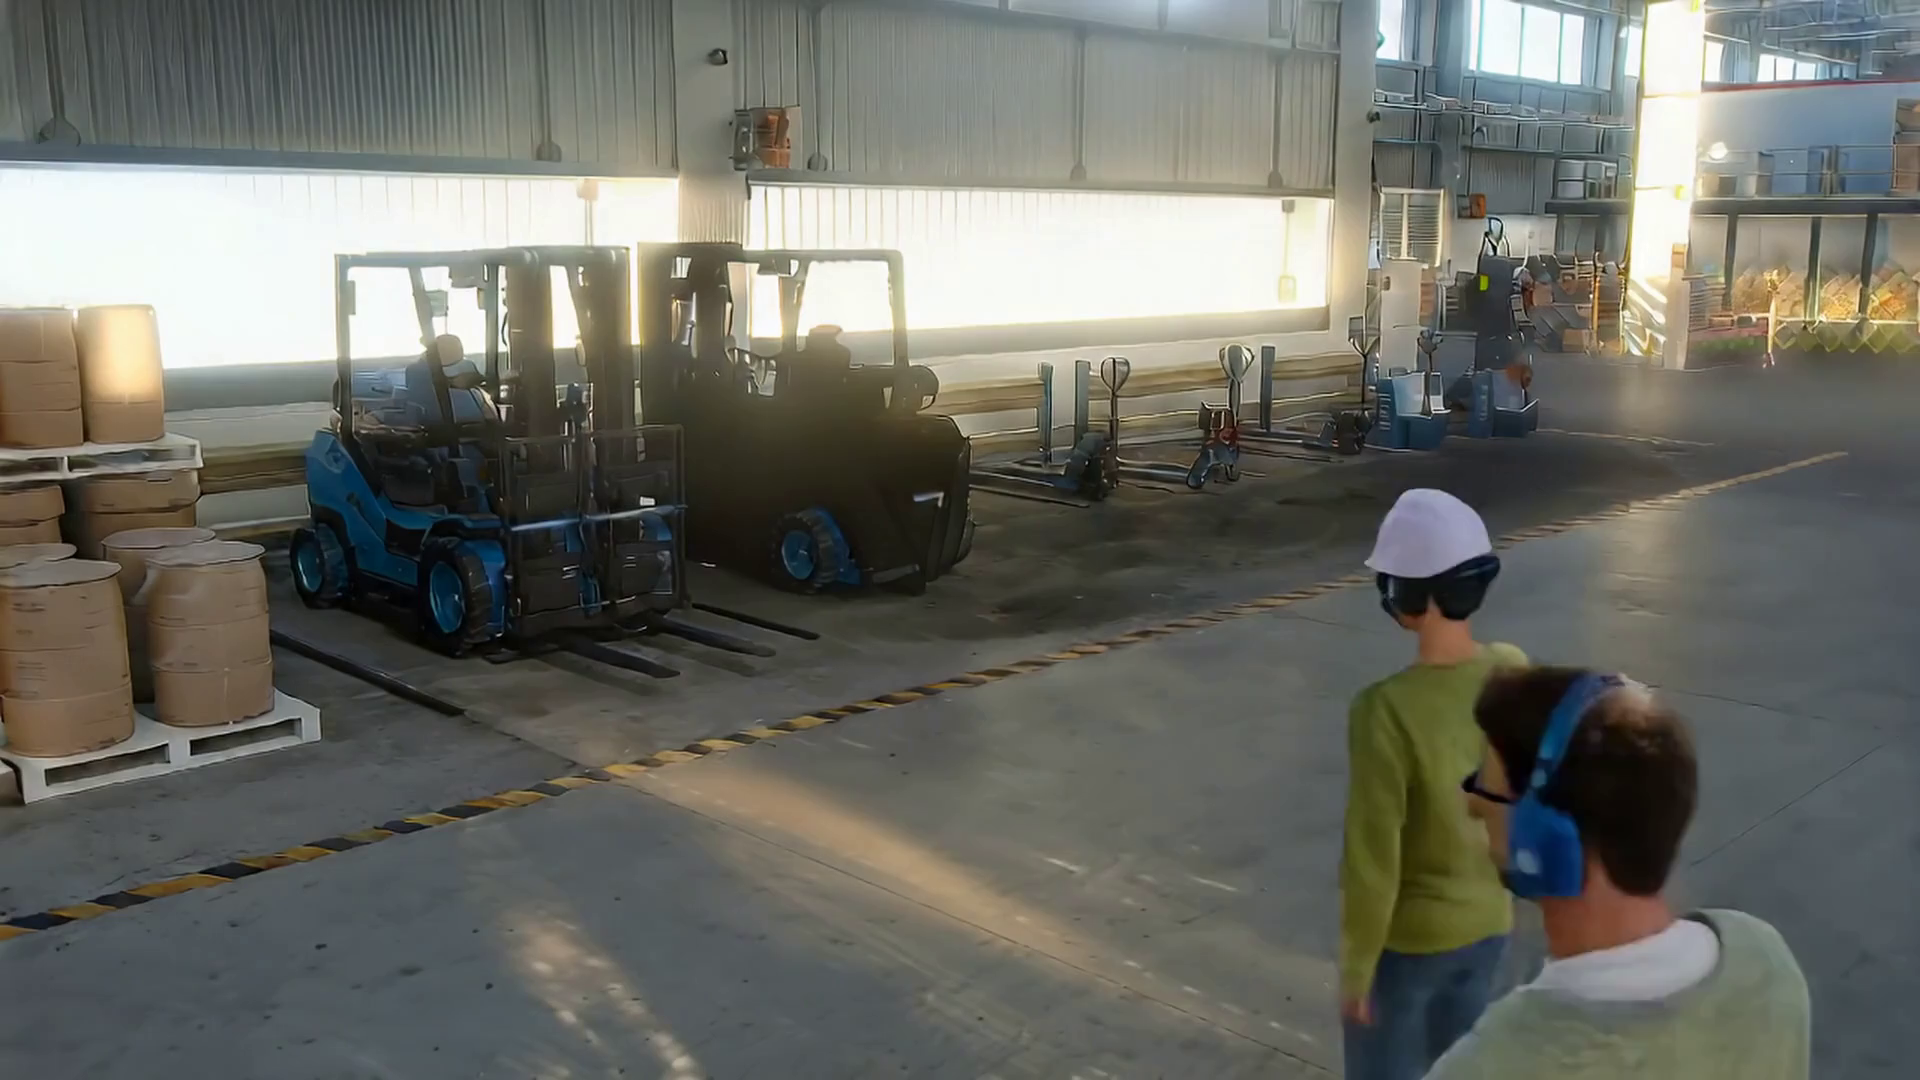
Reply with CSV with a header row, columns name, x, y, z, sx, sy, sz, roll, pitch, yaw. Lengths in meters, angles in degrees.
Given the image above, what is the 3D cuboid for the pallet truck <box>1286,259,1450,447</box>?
name,x,y,z,sx,sy,sz,roll,pitch,yaw
pallet truck,4.493,-2.078,18.196,0.823,1.965,1.885,-9,14,-40

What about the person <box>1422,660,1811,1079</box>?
name,x,y,z,sx,sy,sz,roll,pitch,yaw
person,0.716,1.029,1.779,0.575,1.813,0.896,-6,12,-30

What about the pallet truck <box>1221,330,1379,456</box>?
name,x,y,z,sx,sy,sz,roll,pitch,yaw
pallet truck,3.563,-1.581,17.381,0.653,1.274,1.630,-10,14,-44

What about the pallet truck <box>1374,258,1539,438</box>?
name,x,y,z,sx,sy,sz,roll,pitch,yaw
pallet truck,5.704,-2.208,18.901,1.885,1.965,0.823,10,14,43

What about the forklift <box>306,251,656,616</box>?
name,x,y,z,sx,sy,sz,roll,pitch,yaw
forklift,-2.833,-0.669,9.694,1.157,1.987,2.680,-10,14,-44

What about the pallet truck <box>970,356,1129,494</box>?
name,x,y,z,sx,sy,sz,roll,pitch,yaw
pallet truck,0.784,-1.085,14.876,0.680,1.201,1.601,-10,14,-44

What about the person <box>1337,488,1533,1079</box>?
name,x,y,z,sx,sy,sz,roll,pitch,yaw
person,0.966,0.771,3.308,0.538,1.753,0.557,-7,12,-33

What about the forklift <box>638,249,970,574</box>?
name,x,y,z,sx,sy,sz,roll,pitch,yaw
forklift,-1.173,-0.958,11.239,2.680,1.987,1.157,10,14,43

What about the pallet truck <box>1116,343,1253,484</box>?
name,x,y,z,sx,sy,sz,roll,pitch,yaw
pallet truck,1.962,-1.215,15.415,1.522,1.261,0.704,10,14,43
